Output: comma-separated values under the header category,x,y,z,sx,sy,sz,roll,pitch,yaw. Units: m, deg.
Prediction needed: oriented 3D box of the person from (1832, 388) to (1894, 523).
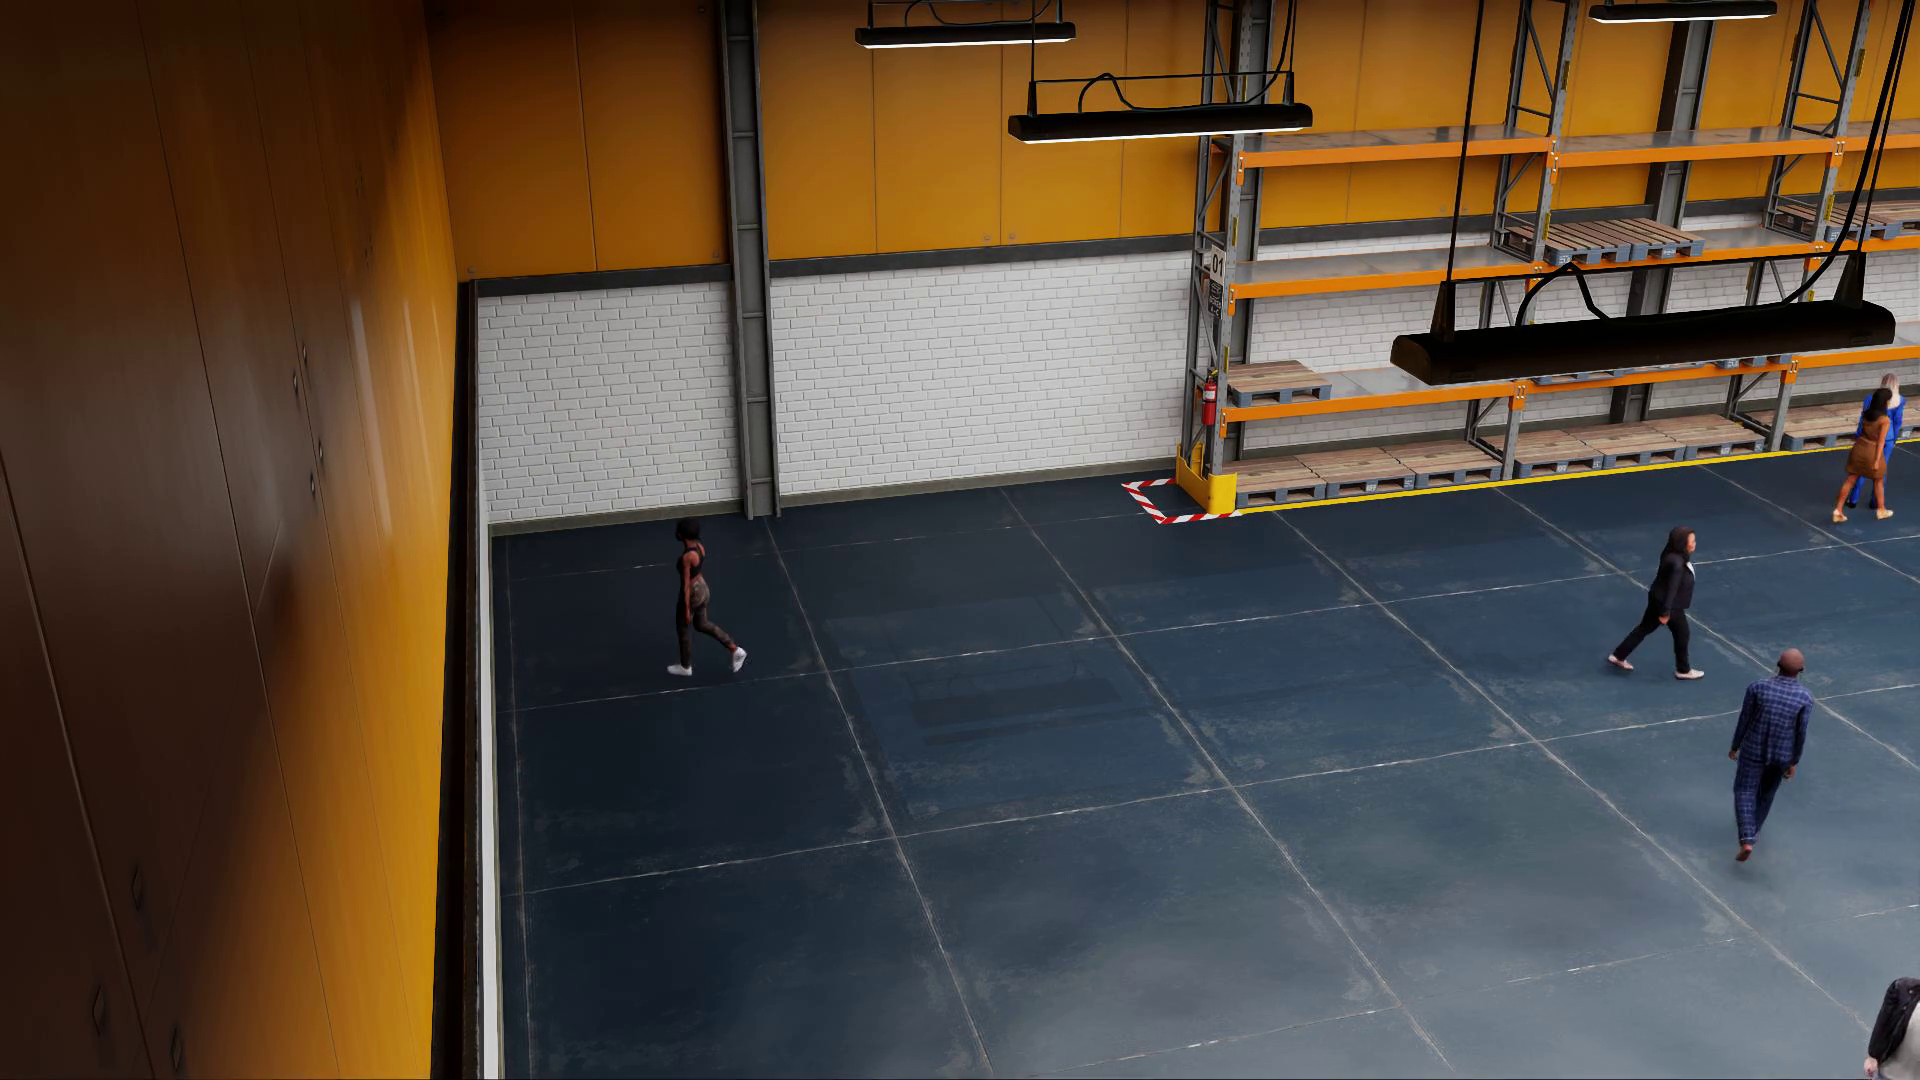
category,x,y,z,sx,sy,sz,roll,pitch,yaw
person,10.556,-0.954,19.475,0.948,1.654,0.579,-6,24,-14

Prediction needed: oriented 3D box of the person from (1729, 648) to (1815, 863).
category,x,y,z,sx,sy,sz,roll,pitch,yaw
person,6.398,1.717,13.191,1.120,1.793,1.080,8,25,17

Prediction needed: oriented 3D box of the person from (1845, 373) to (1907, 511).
category,x,y,z,sx,sy,sz,roll,pitch,yaw
person,10.990,-1.187,19.949,0.651,1.701,0.760,6,24,14

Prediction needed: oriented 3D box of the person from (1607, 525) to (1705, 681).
category,x,y,z,sx,sy,sz,roll,pitch,yaw
person,6.699,0.619,15.973,1.226,1.577,0.964,4,24,9

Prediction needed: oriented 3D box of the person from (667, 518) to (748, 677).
category,x,y,z,sx,sy,sz,roll,pitch,yaw
person,-2.468,0.585,15.927,1.126,1.675,0.920,6,24,13
